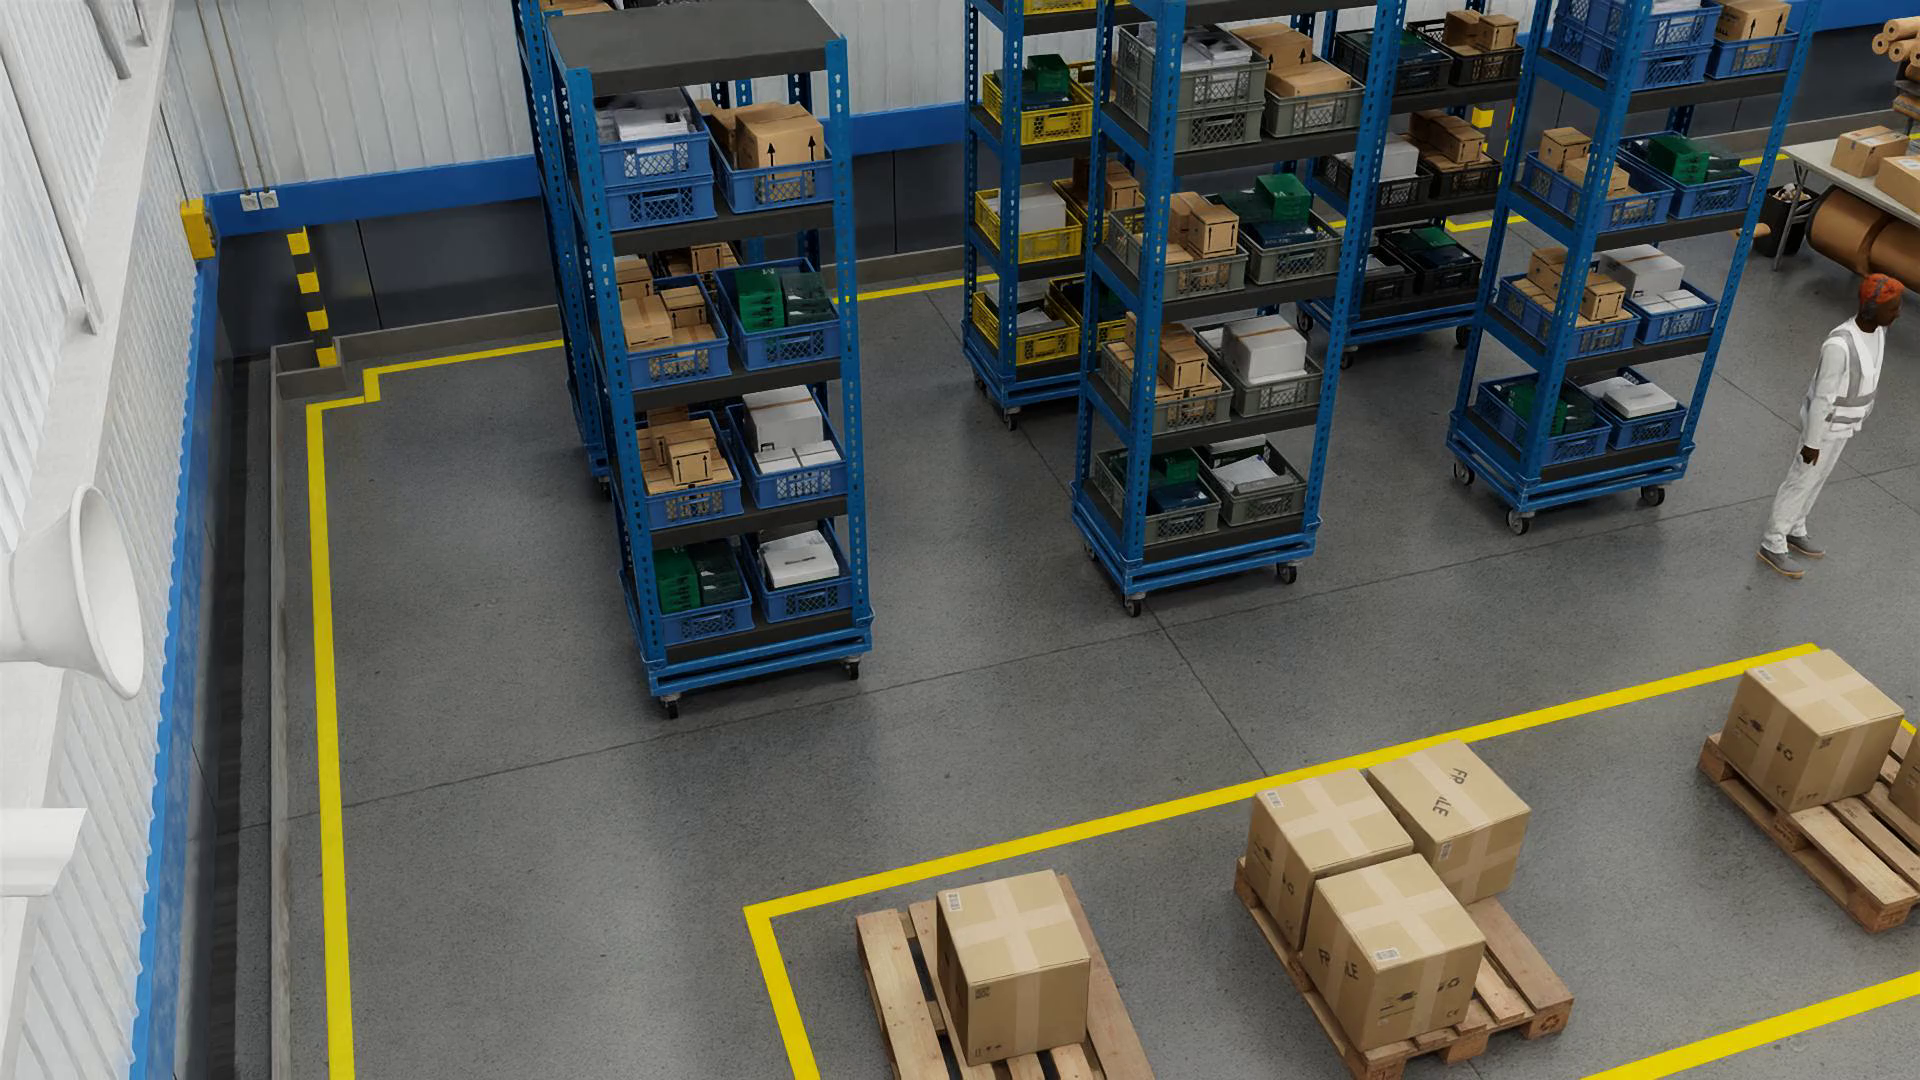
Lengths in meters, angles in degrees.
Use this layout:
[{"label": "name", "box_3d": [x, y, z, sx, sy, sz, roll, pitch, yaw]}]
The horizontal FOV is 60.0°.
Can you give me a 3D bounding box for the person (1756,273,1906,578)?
[{"label": "person", "box_3d": [5.033, -0.666, 9.597, 0.582, 1.883, 0.347, -28, 44, -34]}]
